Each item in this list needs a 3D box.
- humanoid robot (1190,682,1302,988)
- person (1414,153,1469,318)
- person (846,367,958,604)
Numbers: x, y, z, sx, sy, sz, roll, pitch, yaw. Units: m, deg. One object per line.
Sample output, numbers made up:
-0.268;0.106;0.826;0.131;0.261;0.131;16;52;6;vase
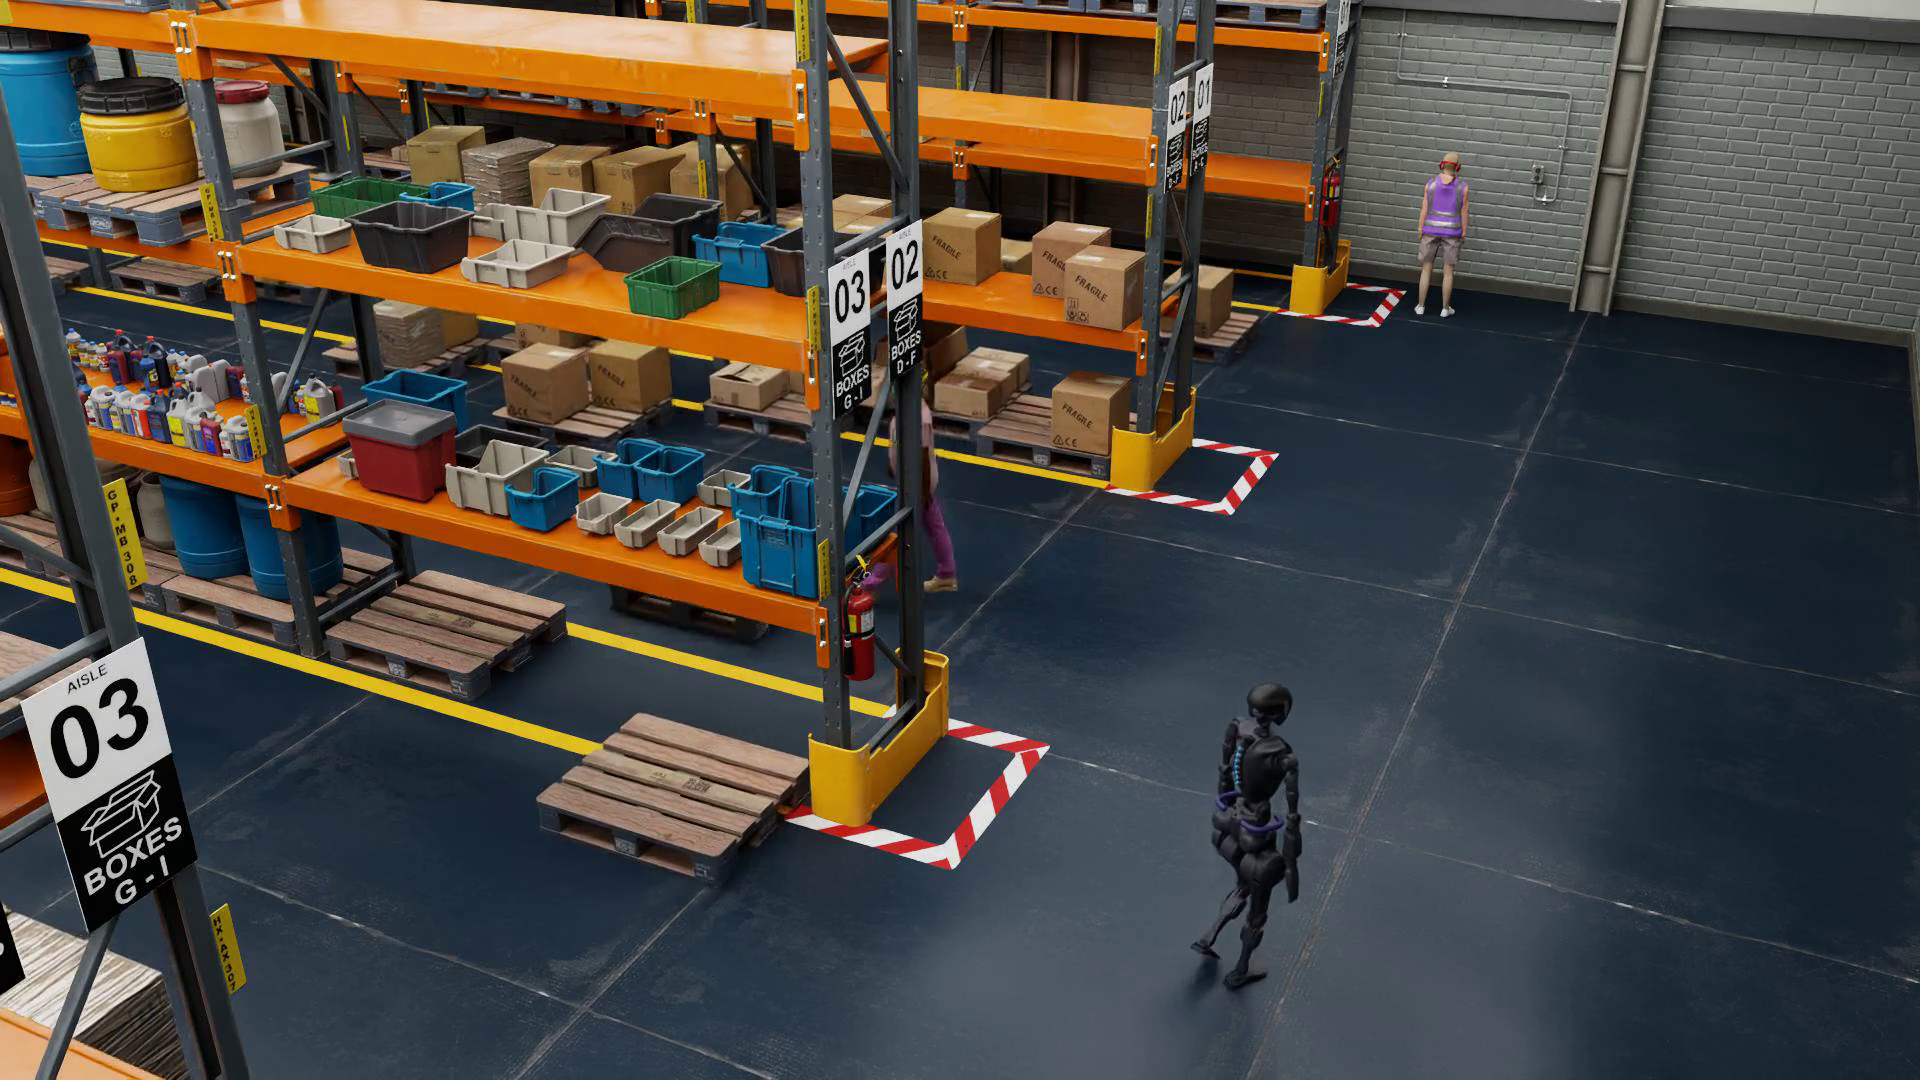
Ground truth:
1.369;1.409;7.859;0.374;1.643;0.607;-14;30;-27;humanoid robot
4.916;-3.100;16.974;0.480;1.693;0.348;10;28;19;person
-0.429;-0.394;11.405;0.908;1.755;0.561;-3;26;-5;person
